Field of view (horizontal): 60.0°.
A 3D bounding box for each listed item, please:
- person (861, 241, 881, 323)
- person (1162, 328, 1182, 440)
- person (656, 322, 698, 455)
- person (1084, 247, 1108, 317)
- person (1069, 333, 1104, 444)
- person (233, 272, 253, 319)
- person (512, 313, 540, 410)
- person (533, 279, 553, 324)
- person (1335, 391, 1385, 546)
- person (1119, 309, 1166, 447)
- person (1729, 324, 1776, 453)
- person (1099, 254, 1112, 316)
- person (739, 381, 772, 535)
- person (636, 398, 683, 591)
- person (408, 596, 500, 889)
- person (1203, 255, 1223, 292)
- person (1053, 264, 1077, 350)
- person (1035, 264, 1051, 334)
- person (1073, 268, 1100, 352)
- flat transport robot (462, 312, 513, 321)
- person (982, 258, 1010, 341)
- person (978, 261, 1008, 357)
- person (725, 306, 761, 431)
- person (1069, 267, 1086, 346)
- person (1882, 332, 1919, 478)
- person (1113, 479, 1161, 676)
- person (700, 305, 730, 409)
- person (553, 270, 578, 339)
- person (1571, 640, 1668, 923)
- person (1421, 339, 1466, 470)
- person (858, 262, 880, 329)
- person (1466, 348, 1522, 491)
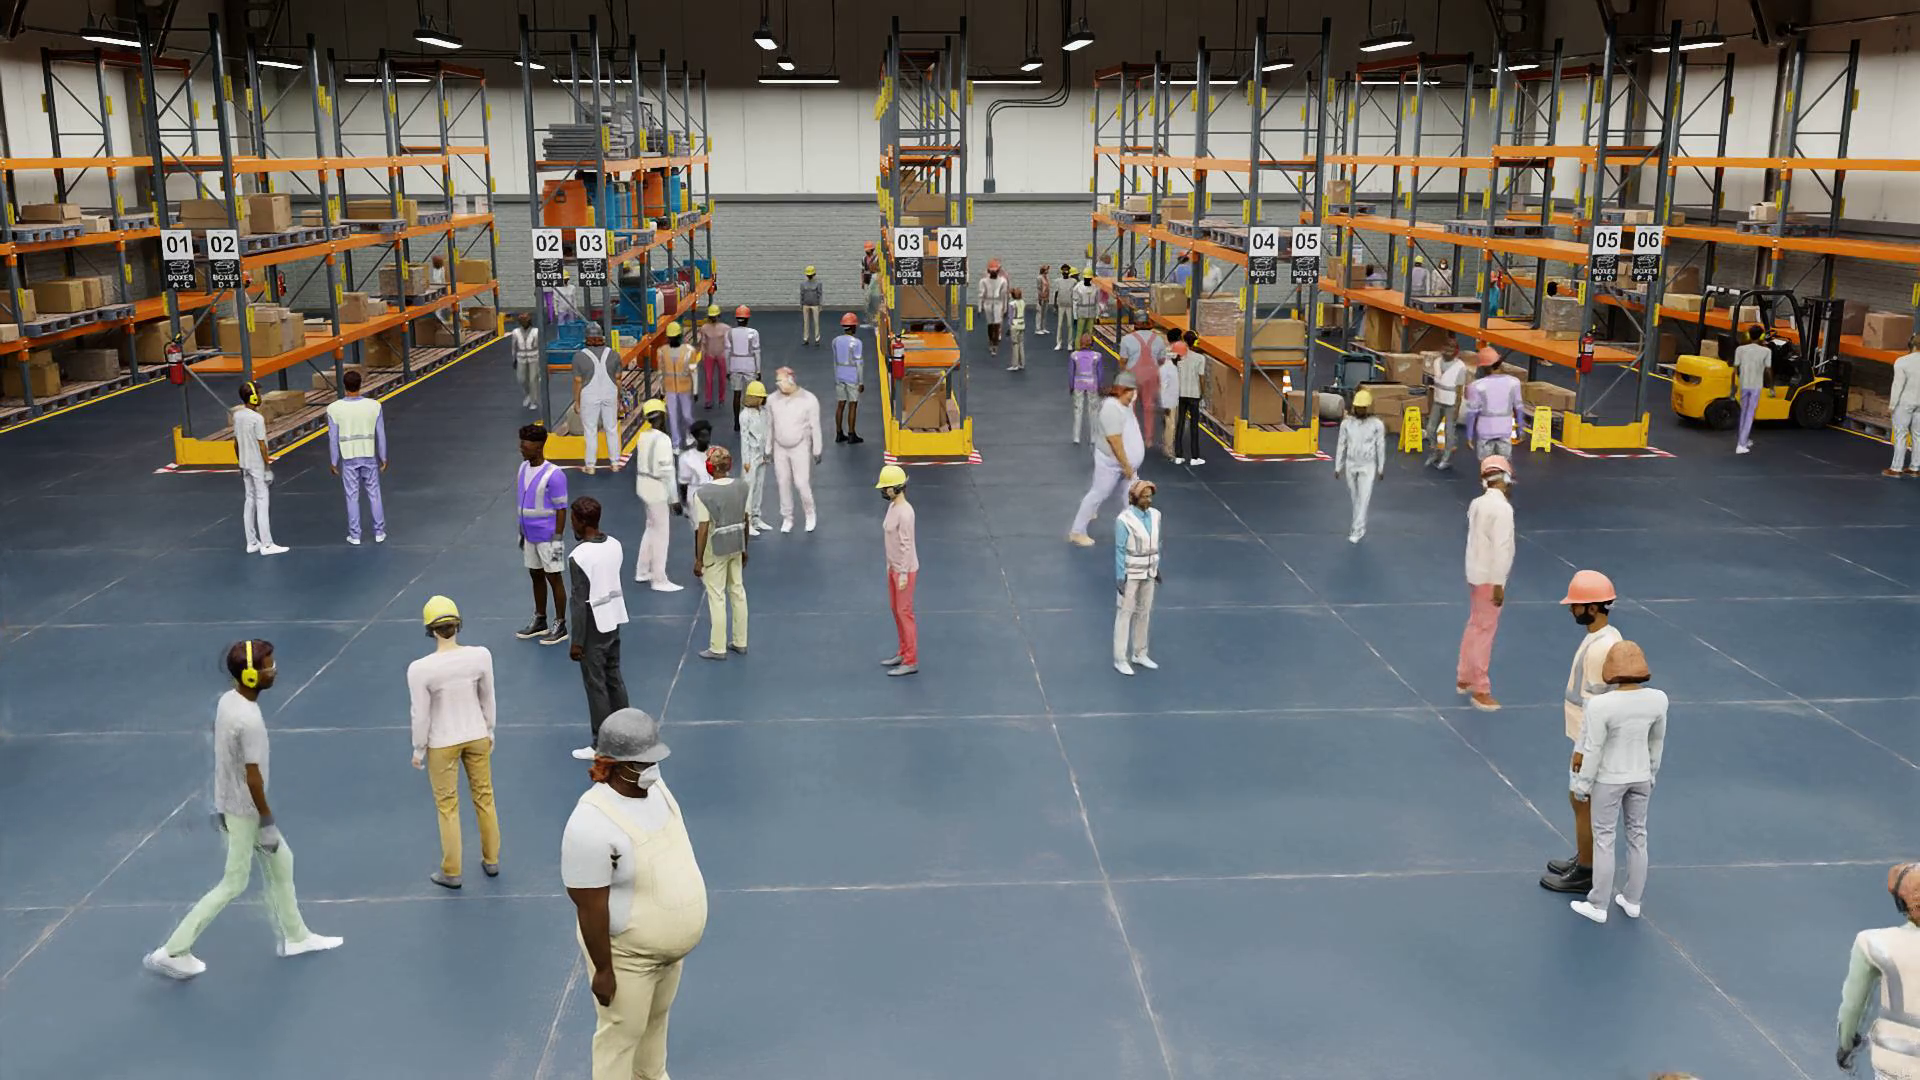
[{"bbox_3d":[-2.240,-6.455,41.651,0.611,2.030,0.410,10,16,35],"label":"person"},{"bbox_3d":[3.162,-2.337,24.926,0.319,1.689,0.539,2,13,9],"label":"person"},{"bbox_3d":[-4.043,-2.205,23.908,0.588,1.903,0.715,0,13,-1],"label":"person"},{"bbox_3d":[3.425,-6.502,42.217,0.606,1.857,0.593,0,13,1],"label":"person"},{"bbox_3d":[1.862,-2.229,24.569,0.518,1.640,0.307,2,13,9],"label":"person"},{"bbox_3d":[-13.823,-4.199,32.179,0.405,1.986,0.619,-7,15,-28],"label":"person"},{"bbox_3d":[-7.209,-2.975,27.751,0.537,1.623,0.373,-1,13,-3],"label":"person"},{"bbox_3d":[-10.324,-6.222,41.267,0.569,1.745,0.341,-11,17,-40],"label":"person"},{"bbox_3d":[4.389,-0.793,18.342,0.505,1.691,0.911,7,15,28],"label":"person"},{"bbox_3d":[2.618,-2.363,24.277,0.685,2.000,0.535,-4,14,-15],"label":"person"},{"bbox_3d":[11.414,-2.179,23.946,0.773,1.834,0.526,-11,17,-39],"label":"person"},{"bbox_3d":[3.799,-6.620,43.217,0.342,1.612,0.521,-7,15,-26],"label":"person"},{"bbox_3d":[-2.312,-0.935,18.869,0.325,1.740,0.492,5,14,21],"label":"person"},{"bbox_3d":[-2.983,-0.435,16.437,0.406,1.896,0.740,-8,16,-32],"label":"person"},{"bbox_3d":[-2.992,1.189,9.838,0.522,1.760,0.331,-11,17,-39],"label":"person"},{"bbox_3d":[5.835,-5.725,38.891,0.674,1.868,0.407,7,15,28],"label":"person"},{"bbox_3d":[2.277,-5.033,35.955,0.531,1.870,0.317,2,14,10],"label":"person"},{"bbox_3d":[1.954,-5.656,39.111,0.314,1.633,0.519,7,15,29],"label":"person"},{"bbox_3d":[2.585,-4.576,33.905,0.589,1.923,0.383,-4,14,-17],"label":"person"},{"bbox_3d":[-12.041,-5.629,41.906,1.431,0.197,0.652,7,15,28],"label":"flat transport robot"},{"bbox_3d":[0.820,-5.523,38.040,0.629,1.872,0.964,2,13,7],"label":"person"},{"bbox_3d":[0.700,-4.921,35.230,0.621,2.004,1.048,1,13,4],"label":"person"},{"bbox_3d":[-3.346,-2.650,25.717,0.551,1.934,0.373,1,13,3],"label":"person"},{"bbox_3d":[2.584,-5.128,36.621,0.381,1.750,0.533,-12,18,-41],"label":"person"},{"bbox_3d":[12.593,-1.783,22.040,0.638,1.938,0.356,-2,13,-8],"label":"person"},{"bbox_3d":[1.481,0.299,13.863,0.522,1.638,0.310,-12,18,-40],"label":"person"},{"bbox_3d":[-4.089,-3.042,27.827,0.528,1.733,0.845,0,13,-2],"label":"person"},{"bbox_3d":[-8.405,-4.872,35.496,0.530,1.767,0.328,-11,17,-38],"label":"person"},{"bbox_3d":[3.714,1.359,9.384,0.499,1.633,0.281,-3,14,-13],"label":"person"},{"bbox_3d":[6.587,-1.820,22.490,0.495,1.803,0.586,-9,16,-34],"label":"person"},{"bbox_3d":[-2.166,-5.873,40.062,0.735,1.599,0.510,-1,13,-5],"label":"person"},{"bbox_3d":[6.346,-1.275,19.748,0.698,2.009,0.583,0,13,0],"label":"person"}]
